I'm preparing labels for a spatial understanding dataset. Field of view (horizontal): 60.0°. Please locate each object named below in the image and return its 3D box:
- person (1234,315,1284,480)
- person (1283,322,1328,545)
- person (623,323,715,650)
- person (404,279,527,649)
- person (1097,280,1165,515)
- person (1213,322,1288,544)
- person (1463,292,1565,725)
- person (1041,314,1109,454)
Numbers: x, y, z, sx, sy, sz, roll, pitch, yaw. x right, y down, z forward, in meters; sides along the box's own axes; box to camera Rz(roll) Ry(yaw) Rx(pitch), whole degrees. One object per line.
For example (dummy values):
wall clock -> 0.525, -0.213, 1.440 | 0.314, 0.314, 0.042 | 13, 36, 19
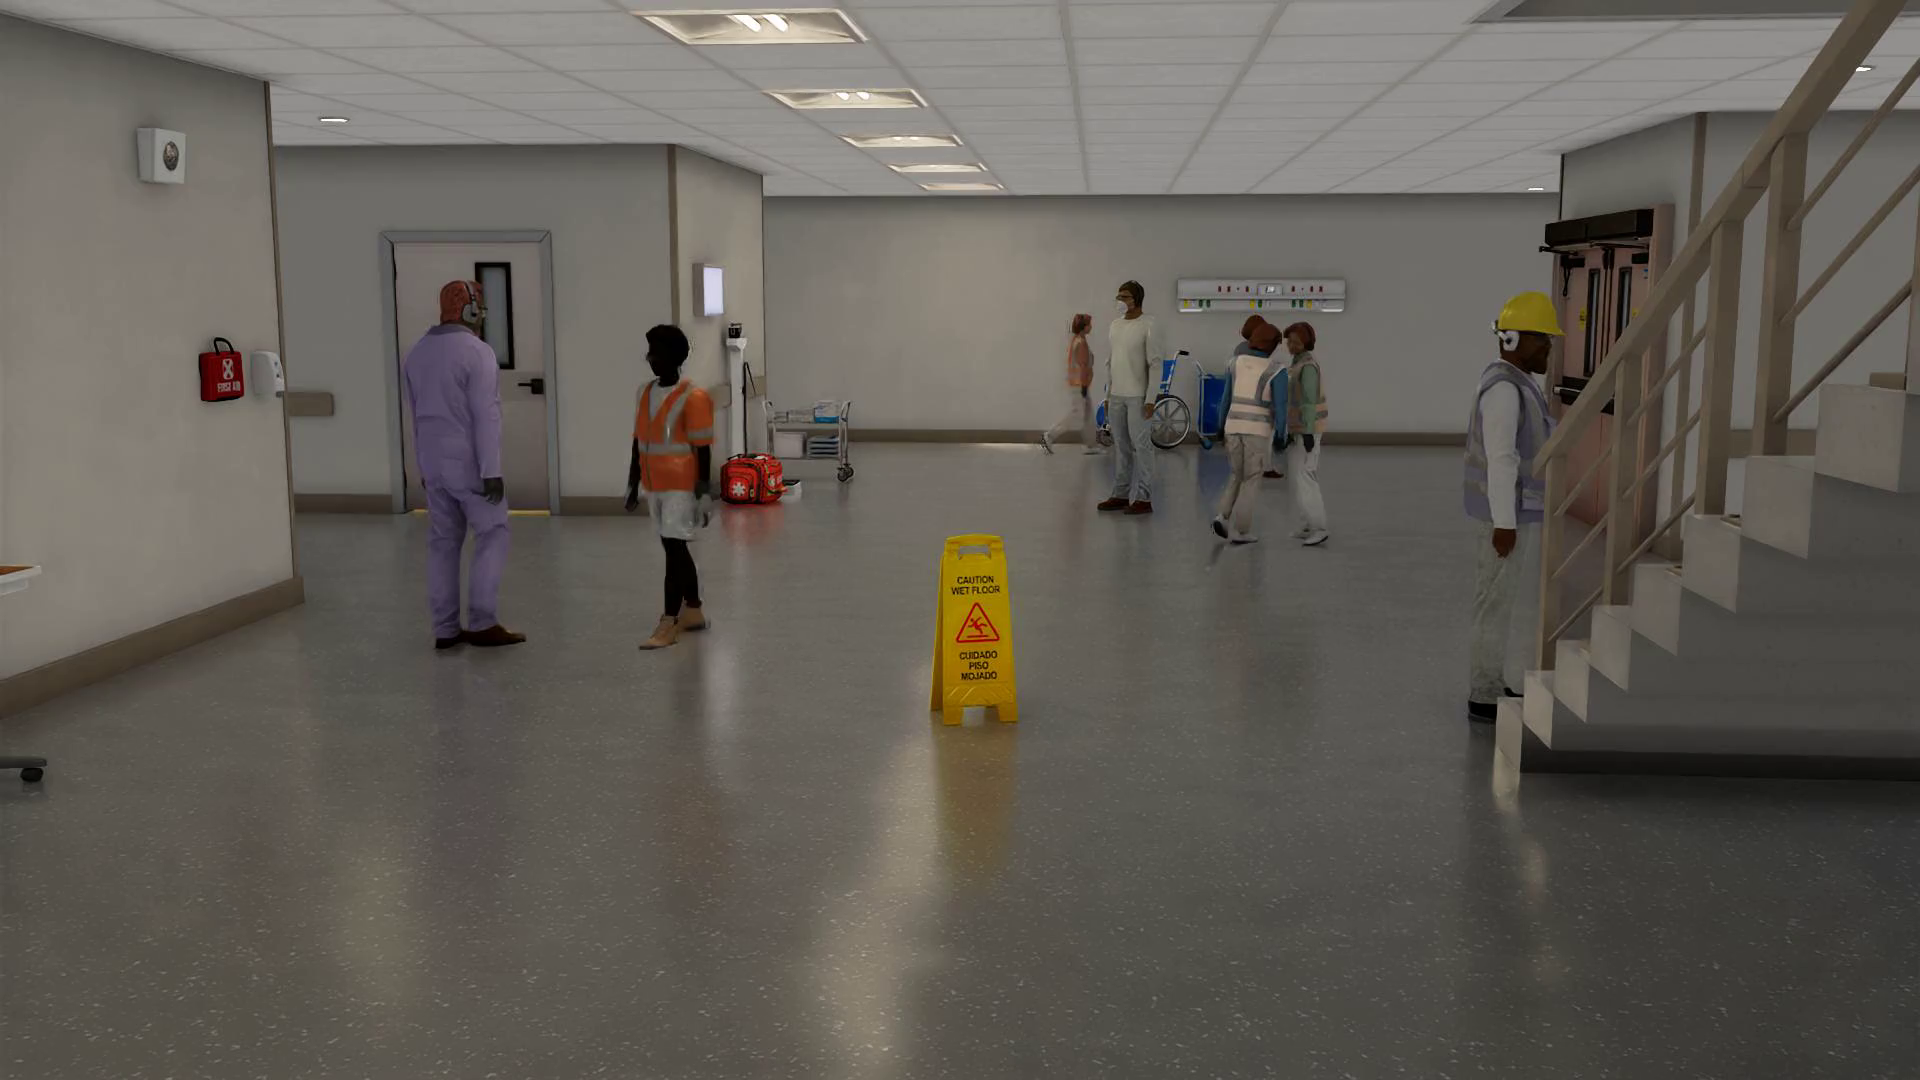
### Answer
person -> 2.926, -1.385, 16.263 | 0.558, 1.616, 0.531 | -5, 10, -33
person -> 2.518, -0.782, 12.207 | 0.346, 1.626, 0.660 | 1, 8, 5
person -> -1.493, -0.277, 8.695 | 0.562, 1.684, 0.695 | 7, 11, 41
person -> -2.532, -0.379, 8.533 | 0.683, 1.892, 0.439 | 6, 10, 36
person -> 1.426, -1.182, 13.845 | 0.370, 1.941, 0.627 | -6, 10, -36
person -> 2.132, -0.773, 12.113 | 0.380, 1.617, 0.545 | -8, 12, -43
person -> 2.351, -0.133, 7.080 | 0.403, 1.828, 0.593 | 3, 9, 22
person -> 1.312, -1.759, 18.862 | 0.721, 1.612, 0.526 | 0, 8, -1
